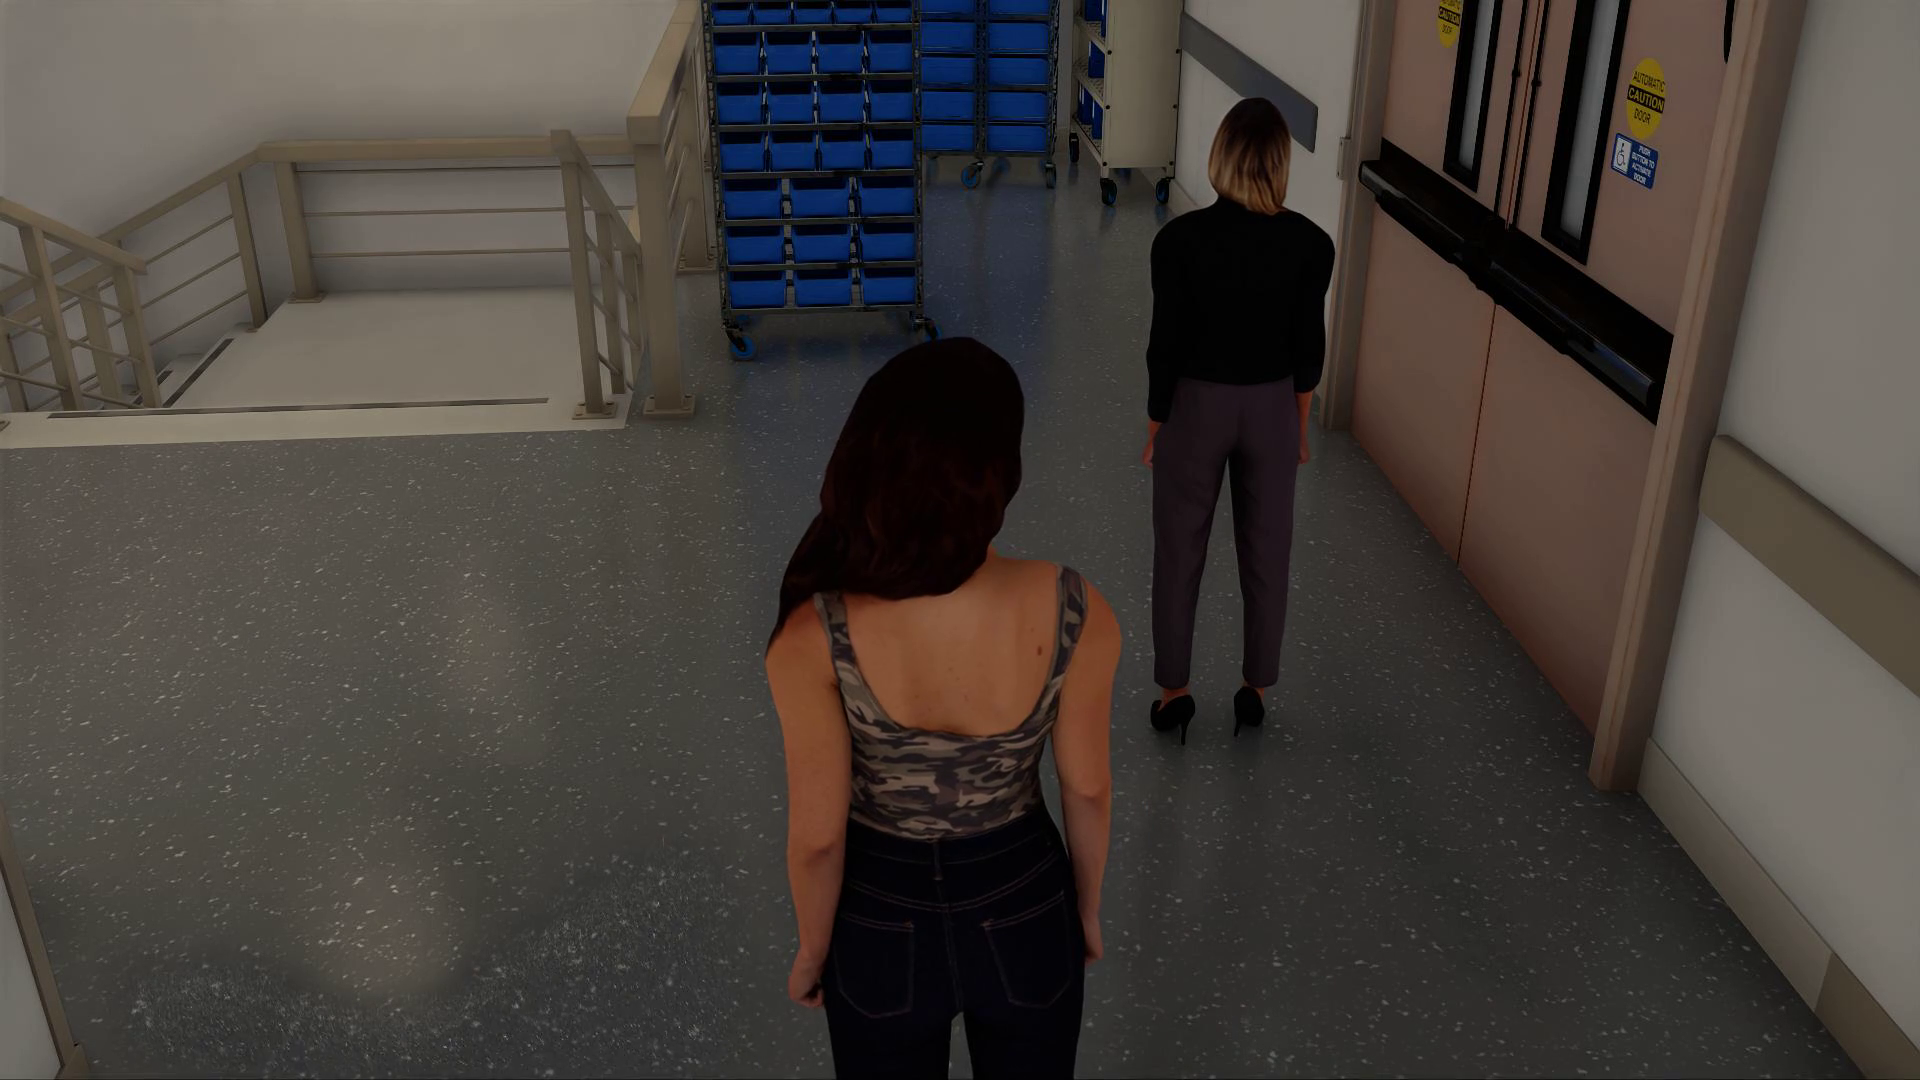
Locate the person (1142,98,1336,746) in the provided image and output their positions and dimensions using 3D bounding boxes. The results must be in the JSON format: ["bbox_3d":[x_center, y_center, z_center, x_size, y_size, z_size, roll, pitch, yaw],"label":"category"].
[{"bbox_3d":[0.665,-0.247,4.116,0.593,1.672,0.517,-1,26,-3],"label":"person"}]

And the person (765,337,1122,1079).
[{"bbox_3d":[-0.008,0.575,2.301,0.630,1.769,0.576,-5,26,-10],"label":"person"}]
